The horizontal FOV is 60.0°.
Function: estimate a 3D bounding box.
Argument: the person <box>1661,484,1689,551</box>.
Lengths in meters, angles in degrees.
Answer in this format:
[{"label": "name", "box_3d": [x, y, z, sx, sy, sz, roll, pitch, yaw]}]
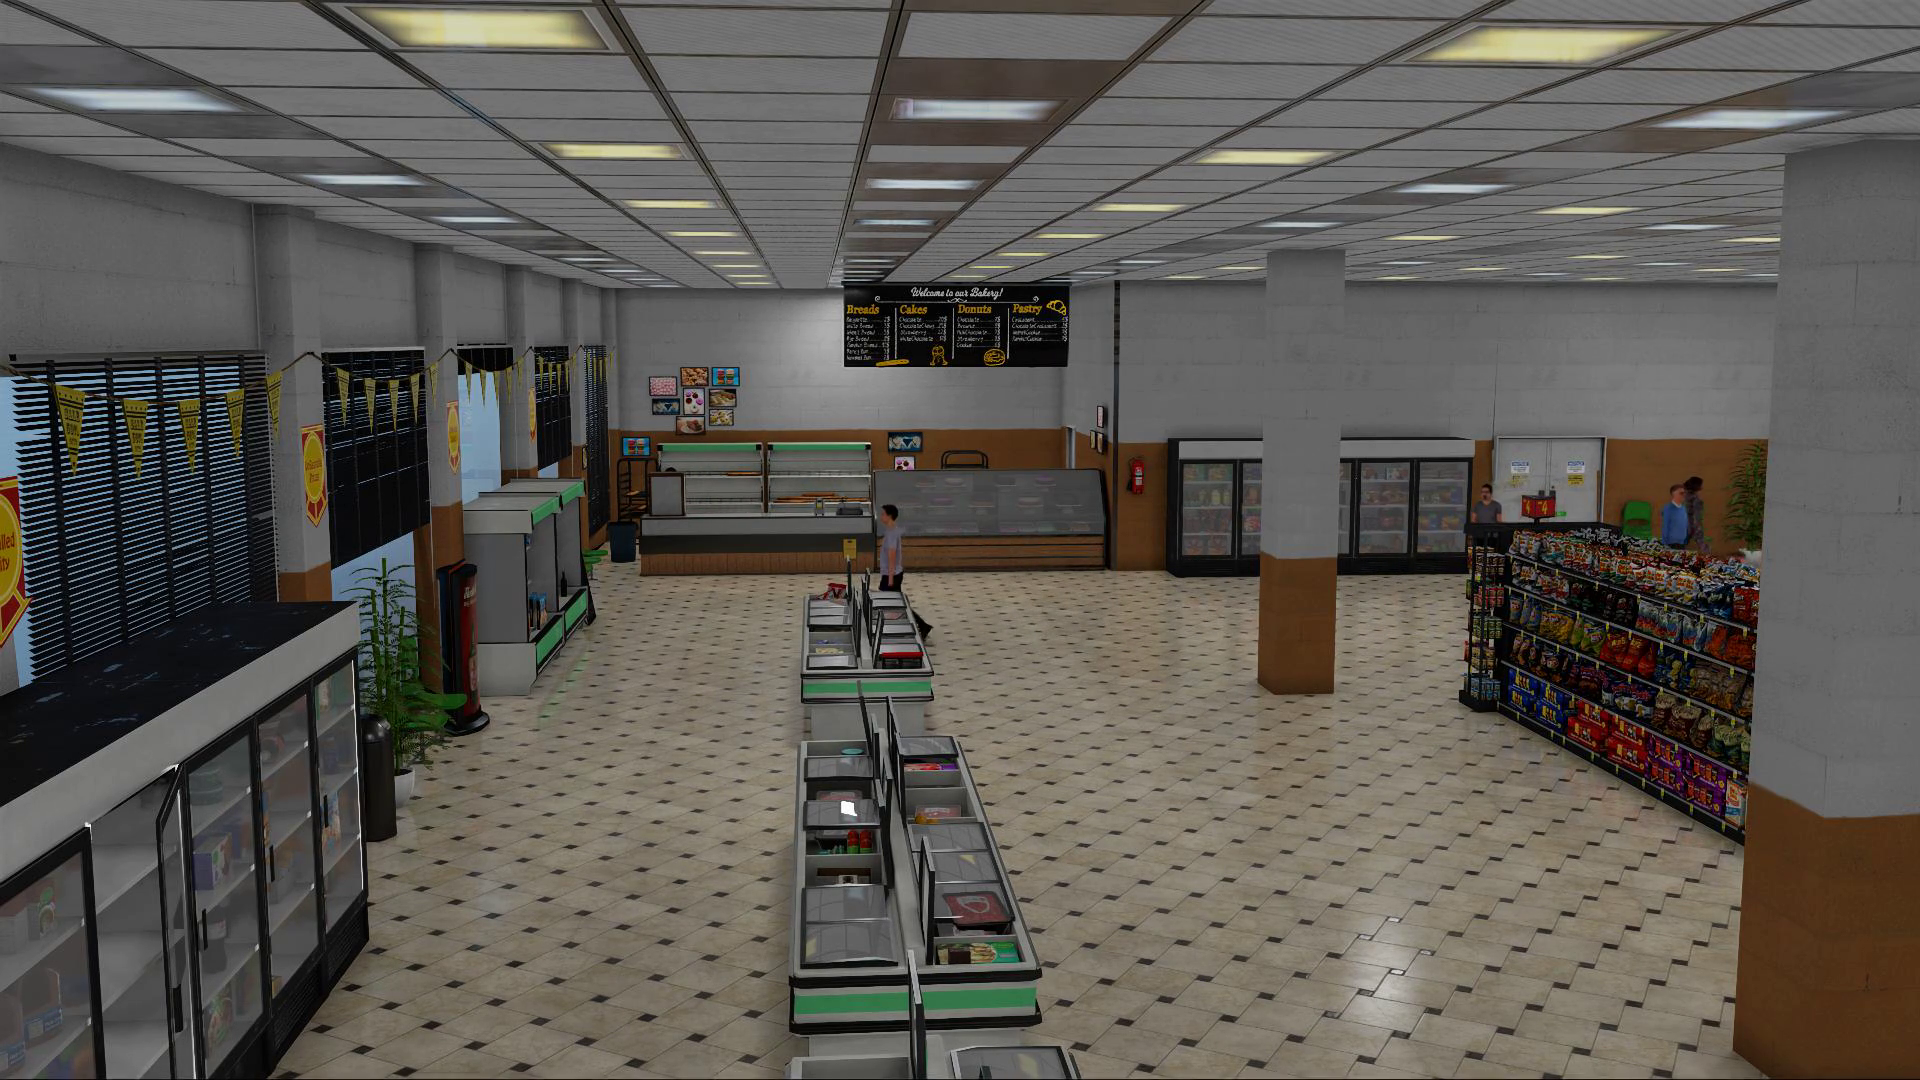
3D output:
[{"label": "person", "box_3d": [10.906, 0.034, 25.582, 0.977, 1.795, 1.128, -5, 8, -35]}]

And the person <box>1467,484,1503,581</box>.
[{"label": "person", "box_3d": [8.303, -0.007, 26.180, 0.938, 1.732, 1.032, 4, 8, 31]}]

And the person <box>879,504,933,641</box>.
[{"label": "person", "box_3d": [-0.787, 0.478, 21.747, 0.779, 1.834, 1.077, 0, 7, -2]}]
